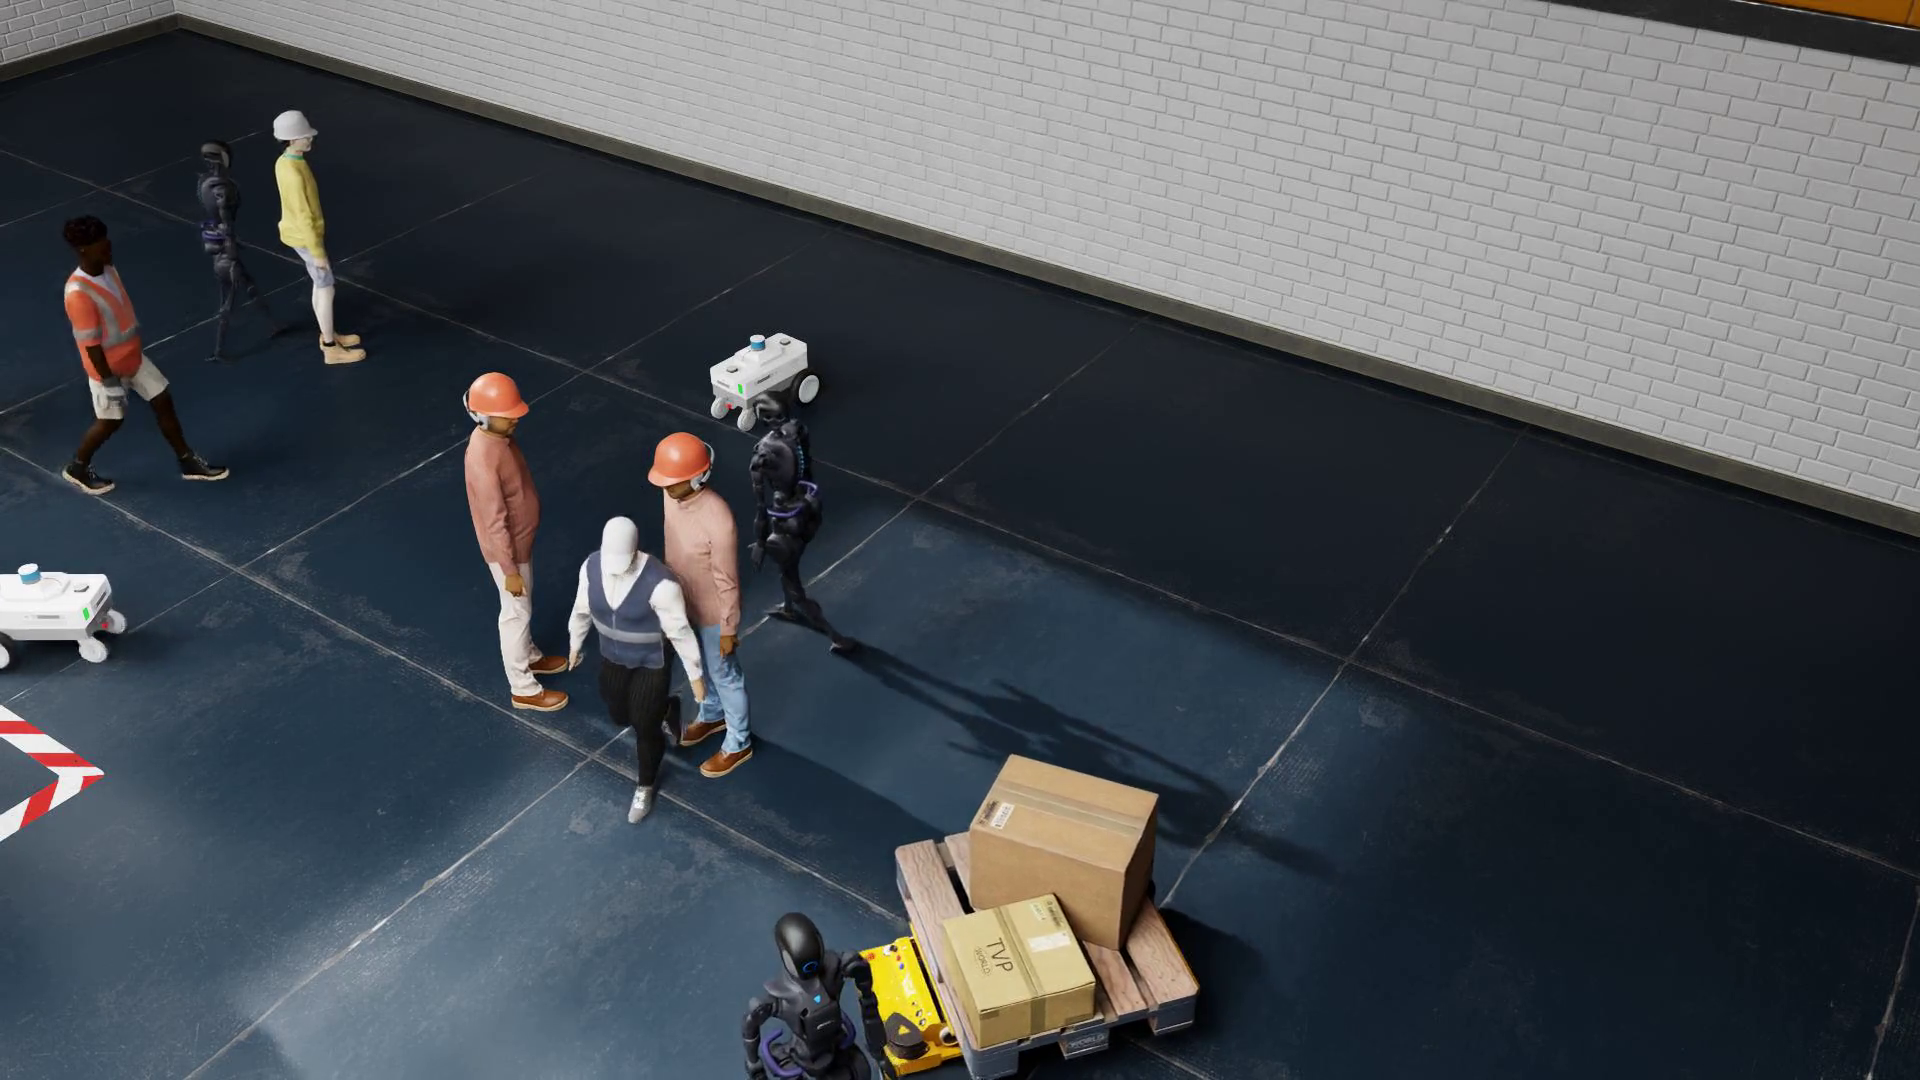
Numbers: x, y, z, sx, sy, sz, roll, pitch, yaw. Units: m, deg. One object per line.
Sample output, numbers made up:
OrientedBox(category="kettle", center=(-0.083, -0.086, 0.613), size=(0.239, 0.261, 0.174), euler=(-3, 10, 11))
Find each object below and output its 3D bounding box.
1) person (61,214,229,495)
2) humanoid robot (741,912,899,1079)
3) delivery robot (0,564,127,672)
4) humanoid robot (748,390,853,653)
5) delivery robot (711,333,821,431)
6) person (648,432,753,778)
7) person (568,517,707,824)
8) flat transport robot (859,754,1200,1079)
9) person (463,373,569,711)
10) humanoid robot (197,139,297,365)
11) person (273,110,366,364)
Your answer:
OrientedBox(category="person", center=(-5.382, -1.141, 10.456), size=(0.958, 1.926, 0.608), euler=(-3, 35, -4))
OrientedBox(category="humanoid robot", center=(-0.514, 1.992, 6.188), size=(0.589, 1.654, 0.338), euler=(-21, 40, -28))
OrientedBox(category="delivery robot", center=(-5.223, 0.411, 9.442), size=(0.801, 0.612, 0.499), euler=(0, 35, 0))
OrientedBox(category="humanoid robot", center=(-0.896, -0.099, 9.220), size=(0.675, 1.655, 0.610), euler=(15, 38, 21))
OrientedBox(category="delivery robot", center=(-1.390, -1.154, 11.669), size=(0.499, 0.601, 0.802), euler=(25, 42, 32))
OrientedBox(category="person", center=(-1.292, 0.312, 8.325), size=(0.403, 1.986, 0.610), euler=(-22, 41, -28))
OrientedBox(category="person", center=(-1.560, 0.556, 8.205), size=(0.760, 1.727, 0.636), euler=(12, 37, 17))
OrientedBox(category="flat transport robot", center=(0.296, 1.933, 7.502), size=(1.431, 0.231, 0.659), euler=(-10, 36, -14))
OrientedBox(category="person", center=(-2.344, 0.005, 8.755), size=(0.388, 1.989, 0.618), euler=(-5, 35, -7))
OrientedBox(category="humanoid robot", center=(-5.354, -2.111, 12.094), size=(0.696, 1.639, 0.616), euler=(-16, 38, -21))
OrientedBox(category="person", center=(-4.661, -2.164, 11.954), size=(0.411, 1.884, 0.496), euler=(-13, 37, -18))
